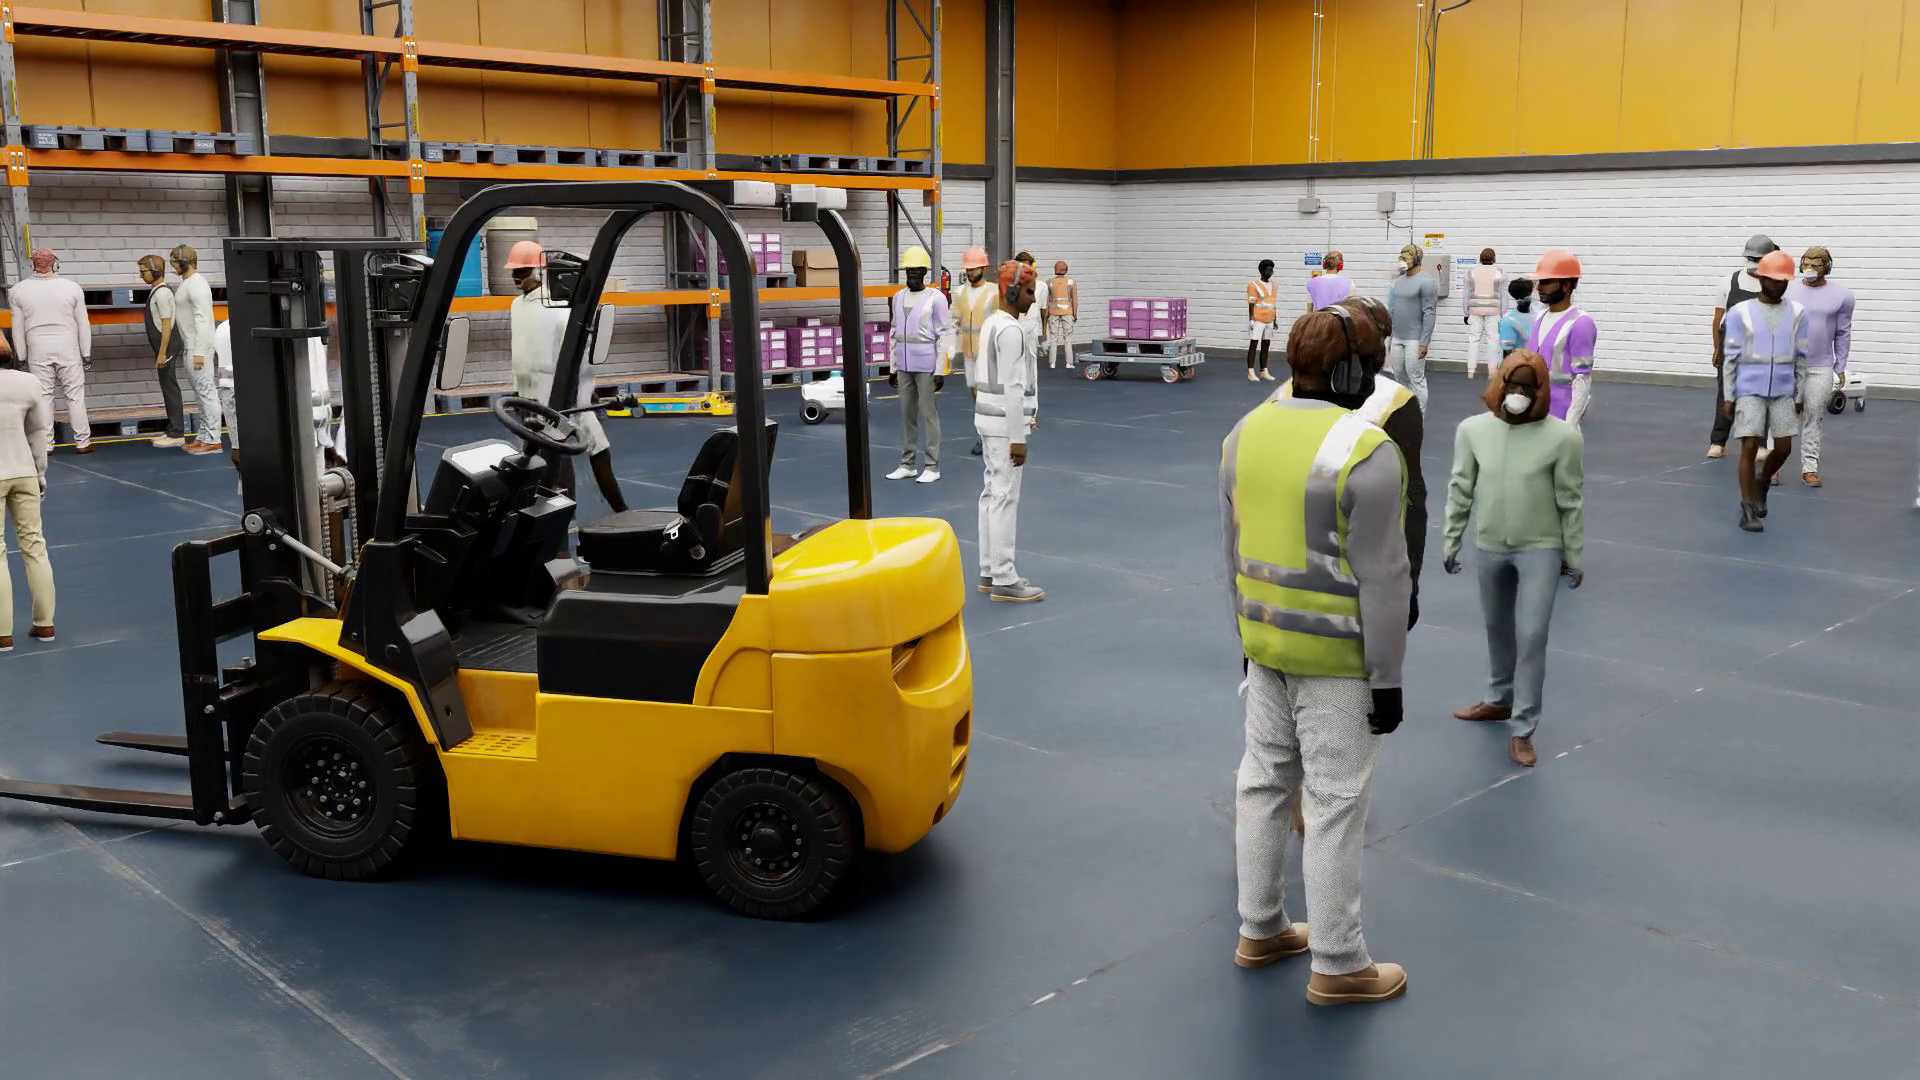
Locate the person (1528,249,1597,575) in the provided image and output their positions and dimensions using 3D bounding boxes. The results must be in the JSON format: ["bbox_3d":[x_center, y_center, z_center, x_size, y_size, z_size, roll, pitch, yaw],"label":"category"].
[{"bbox_3d":[3.517,-0.751,9.922,0.357,1.938,0.545,-3,11,-15],"label":"person"}]

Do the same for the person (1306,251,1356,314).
[{"bbox_3d":[4.215,-2.362,18.955,0.565,1.846,0.390,5,12,26],"label":"person"}]

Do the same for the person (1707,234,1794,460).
[{"bbox_3d":[7.136,-1.736,15.010,0.674,2.000,0.537,6,12,30],"label":"person"}]

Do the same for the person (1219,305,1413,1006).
[{"bbox_3d":[0.959,0.305,4.427,0.429,1.844,0.625,-6,12,-31],"label":"person"}]

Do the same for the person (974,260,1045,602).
[{"bbox_3d":[0.265,-0.606,9.270,0.361,1.886,0.576,-2,11,-10],"label":"person"}]

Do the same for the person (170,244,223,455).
[{"bbox_3d":[-7.087,-1.760,15.434,0.373,1.936,0.627,-6,12,-30],"label":"person"}]

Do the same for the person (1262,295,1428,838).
[{"bbox_3d":[1.201,0.122,5.475,0.592,1.827,0.653,-8,13,-38],"label":"person"}]

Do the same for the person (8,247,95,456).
[{"bbox_3d":[-8.343,-1.725,15.317,0.639,1.910,0.407,-4,11,-23],"label":"person"}]

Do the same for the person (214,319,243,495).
[{"bbox_3d":[-3.698,-0.578,8.973,0.358,1.940,0.545,6,12,29],"label":"person"}]

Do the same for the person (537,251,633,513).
[{"bbox_3d":[-2.457,-0.901,10.800,0.978,1.906,0.598,-7,13,-34],"label":"person"}]

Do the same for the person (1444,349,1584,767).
[{"bbox_3d":[2.183,0.035,6.592,0.559,1.594,0.601,9,14,40],"label":"person"}]

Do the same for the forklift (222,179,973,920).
[{"bbox_3d":[-1.114,-0.058,5.440,2.313,2.155,1.214,2,11,13],"label":"forklift"}]

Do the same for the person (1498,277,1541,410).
[{"bbox_3d":[4.941,-1.469,14.601,0.665,1.663,0.319,-9,13,-39],"label":"person"}]

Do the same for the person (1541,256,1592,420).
[{"bbox_3d":[6.383,-2.155,17.832,0.721,1.851,0.514,4,11,20],"label":"person"}]

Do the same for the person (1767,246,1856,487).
[{"bbox_3d":[6.827,-1.391,13.417,0.628,1.936,0.375,4,11,19],"label":"person"}]

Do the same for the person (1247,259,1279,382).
[{"bbox_3d":[4.199,-3.039,23.062,0.531,1.693,0.320,-7,12,-33],"label":"person"}]

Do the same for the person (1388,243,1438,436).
[{"bbox_3d":[4.534,-2.011,16.788,0.367,1.939,0.634,-4,11,-22],"label":"person"}]

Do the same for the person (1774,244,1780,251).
[{"bbox_3d":[9.510,-2.529,19.664,0.587,1.920,0.391,9,14,40],"label":"person"}]

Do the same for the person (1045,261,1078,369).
[{"bbox_3d":[1.530,-3.397,25.166,0.510,1.639,0.308,2,11,11],"label":"person"}]

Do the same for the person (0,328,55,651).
[{"bbox_3d":[-4.703,-0.273,8.141,0.289,1.634,0.499,6,12,28],"label":"person"}]

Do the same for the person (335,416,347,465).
[{"bbox_3d":[-5.261,-1.530,14.784,0.526,1.713,0.938,2,11,13],"label":"person"}]

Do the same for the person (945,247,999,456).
[{"bbox_3d":[0.148,-1.728,15.314,0.562,1.909,0.681,7,13,35],"label":"person"}]

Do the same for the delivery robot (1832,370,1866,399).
[{"bbox_3d":[10.046,-1.787,19.088,0.707,0.478,0.477,-5,11,-25],"label":"delivery robot"}]

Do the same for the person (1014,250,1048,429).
[{"bbox_3d":[0.666,-2.096,17.461,0.518,1.865,0.329,1,10,6],"label":"person"}]

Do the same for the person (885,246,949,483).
[{"bbox_3d":[-0.361,-1.432,13.660,0.594,1.928,0.365,9,13,39],"label":"person"}]

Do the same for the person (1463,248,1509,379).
[{"bbox_3d":[7.425,-3.196,23.509,0.625,1.846,0.429,5,12,26],"label":"person"}]

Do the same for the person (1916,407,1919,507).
[{"bbox_3d":[7.227,-1.029,12.071,0.499,1.700,0.697,4,11,22],"label":"person"}]

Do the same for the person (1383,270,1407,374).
[{"bbox_3d":[6.457,-3.171,24.027,0.534,1.587,0.867,-7,13,-35],"label":"person"}]

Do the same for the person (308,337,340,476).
[{"bbox_3d":[-3.473,-0.506,8.740,0.357,1.881,0.574,2,11,10],"label":"person"}]

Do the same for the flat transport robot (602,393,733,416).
[{"bbox_3d":[-3.284,-1.536,18.747,1.431,0.197,0.652,-1,10,-6],"label":"flat transport robot"}]

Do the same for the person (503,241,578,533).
[{"bbox_3d":[-2.860,-1.016,11.248,0.406,1.987,0.618,-10,14,-44],"label":"person"}]

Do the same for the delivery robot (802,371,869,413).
[{"bbox_3d":[-1.335,-1.577,17.925,0.707,0.478,0.477,0,11,3],"label":"delivery robot"}]

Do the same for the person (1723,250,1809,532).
[{"bbox_3d":[5.558,-1.035,11.513,0.549,1.924,0.642,2,11,10],"label":"person"}]

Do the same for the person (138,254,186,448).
[{"bbox_3d":[-7.652,-1.809,15.954,0.346,1.843,0.506,-5,12,-26],"label":"person"}]
